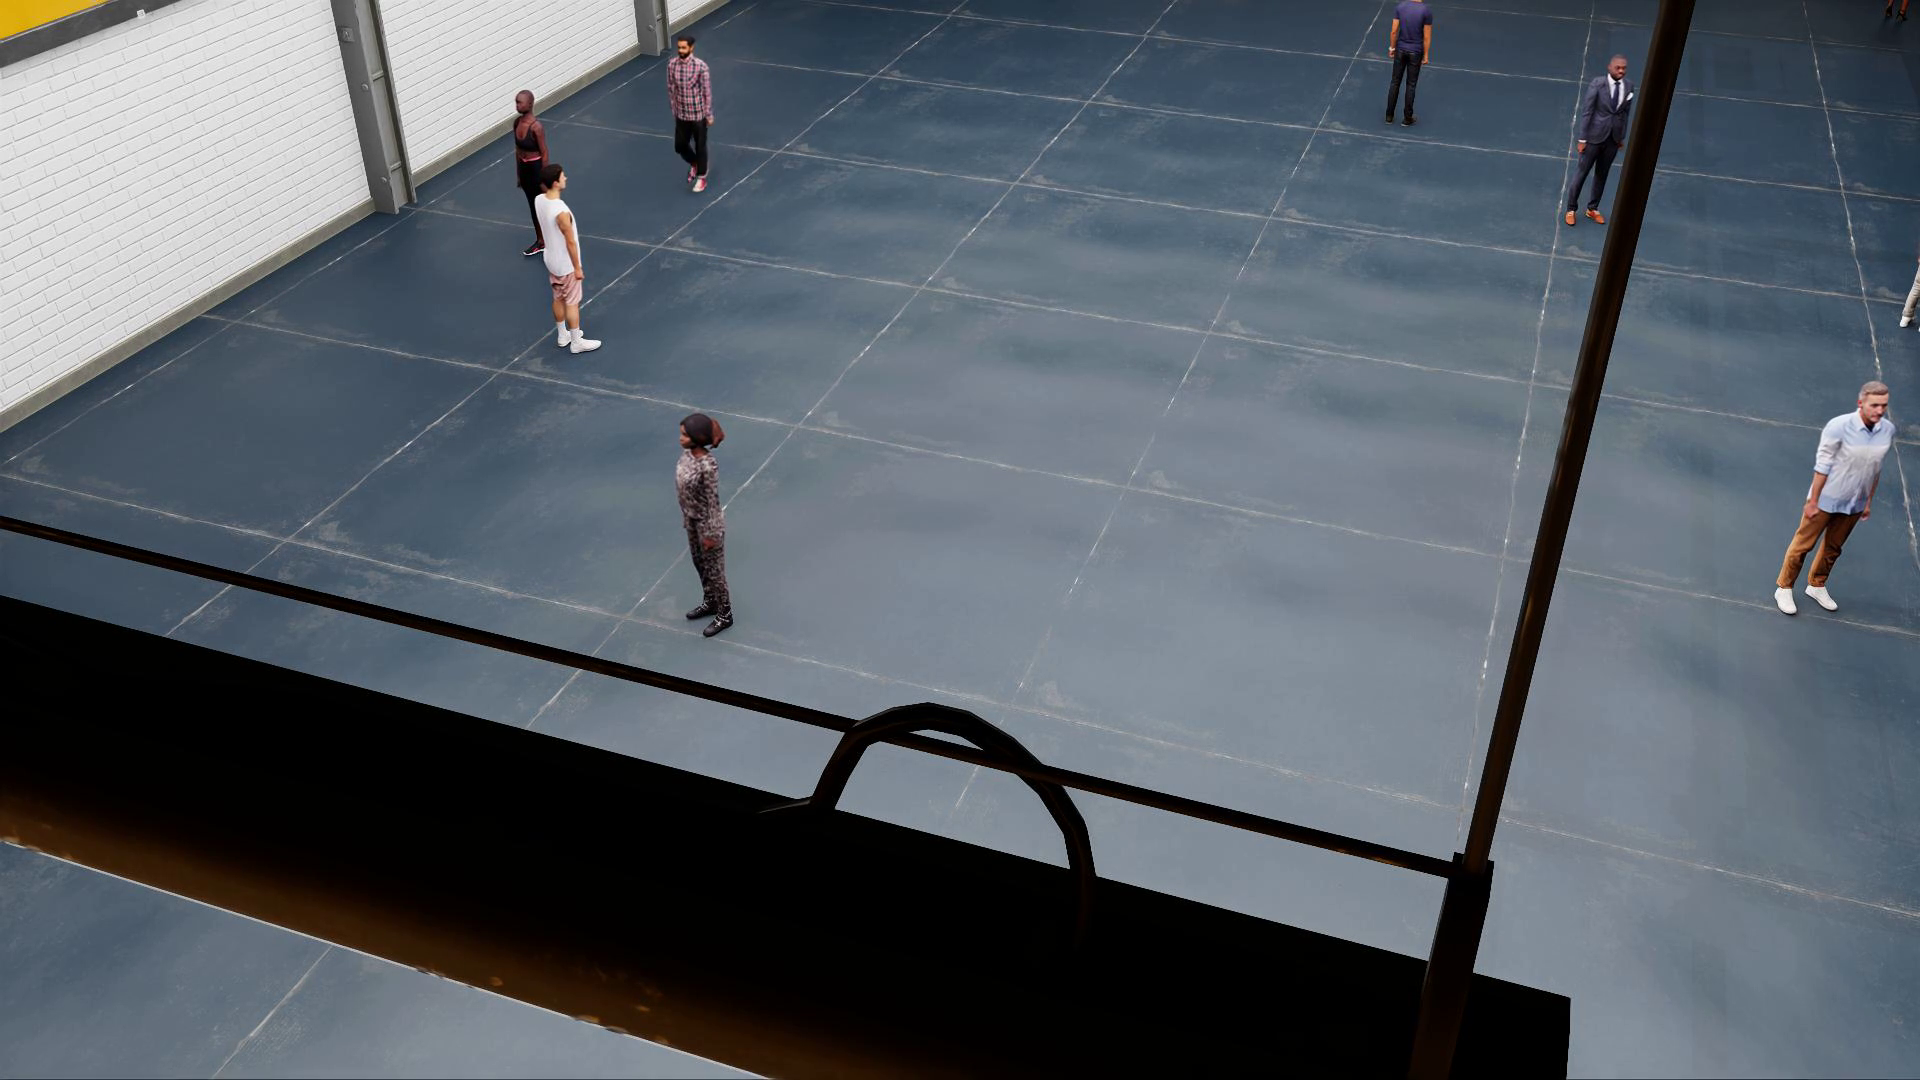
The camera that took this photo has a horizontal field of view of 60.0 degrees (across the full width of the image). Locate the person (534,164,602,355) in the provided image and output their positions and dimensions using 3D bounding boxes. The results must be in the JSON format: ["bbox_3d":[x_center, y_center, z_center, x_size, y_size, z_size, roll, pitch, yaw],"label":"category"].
[{"bbox_3d":[-3.656,-2.578,15.249,0.723,1.788,0.728,-27,42,-34],"label":"person"}]

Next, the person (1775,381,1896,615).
[{"bbox_3d":[6.239,-0.320,11.816,0.767,1.827,0.752,-4,34,-7],"label":"person"}]

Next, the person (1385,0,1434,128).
[{"bbox_3d":[5.493,-5.985,20.369,0.681,1.793,0.570,17,37,24],"label":"person"}]

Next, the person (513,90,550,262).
[{"bbox_3d":[-4.339,-3.744,17.030,0.646,1.758,0.609,21,39,28],"label":"person"}]

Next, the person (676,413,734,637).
[{"bbox_3d":[-1.783,-0.120,11.617,0.724,1.714,0.680,-20,39,-28],"label":"person"}]

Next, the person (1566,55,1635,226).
[{"bbox_3d":[6.866,-4.297,17.802,0.785,1.824,0.764,-4,34,-6],"label":"person"}]

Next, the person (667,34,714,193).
[{"bbox_3d":[-2.972,-4.810,18.642,0.734,1.749,0.752,7,34,11],"label":"person"}]
